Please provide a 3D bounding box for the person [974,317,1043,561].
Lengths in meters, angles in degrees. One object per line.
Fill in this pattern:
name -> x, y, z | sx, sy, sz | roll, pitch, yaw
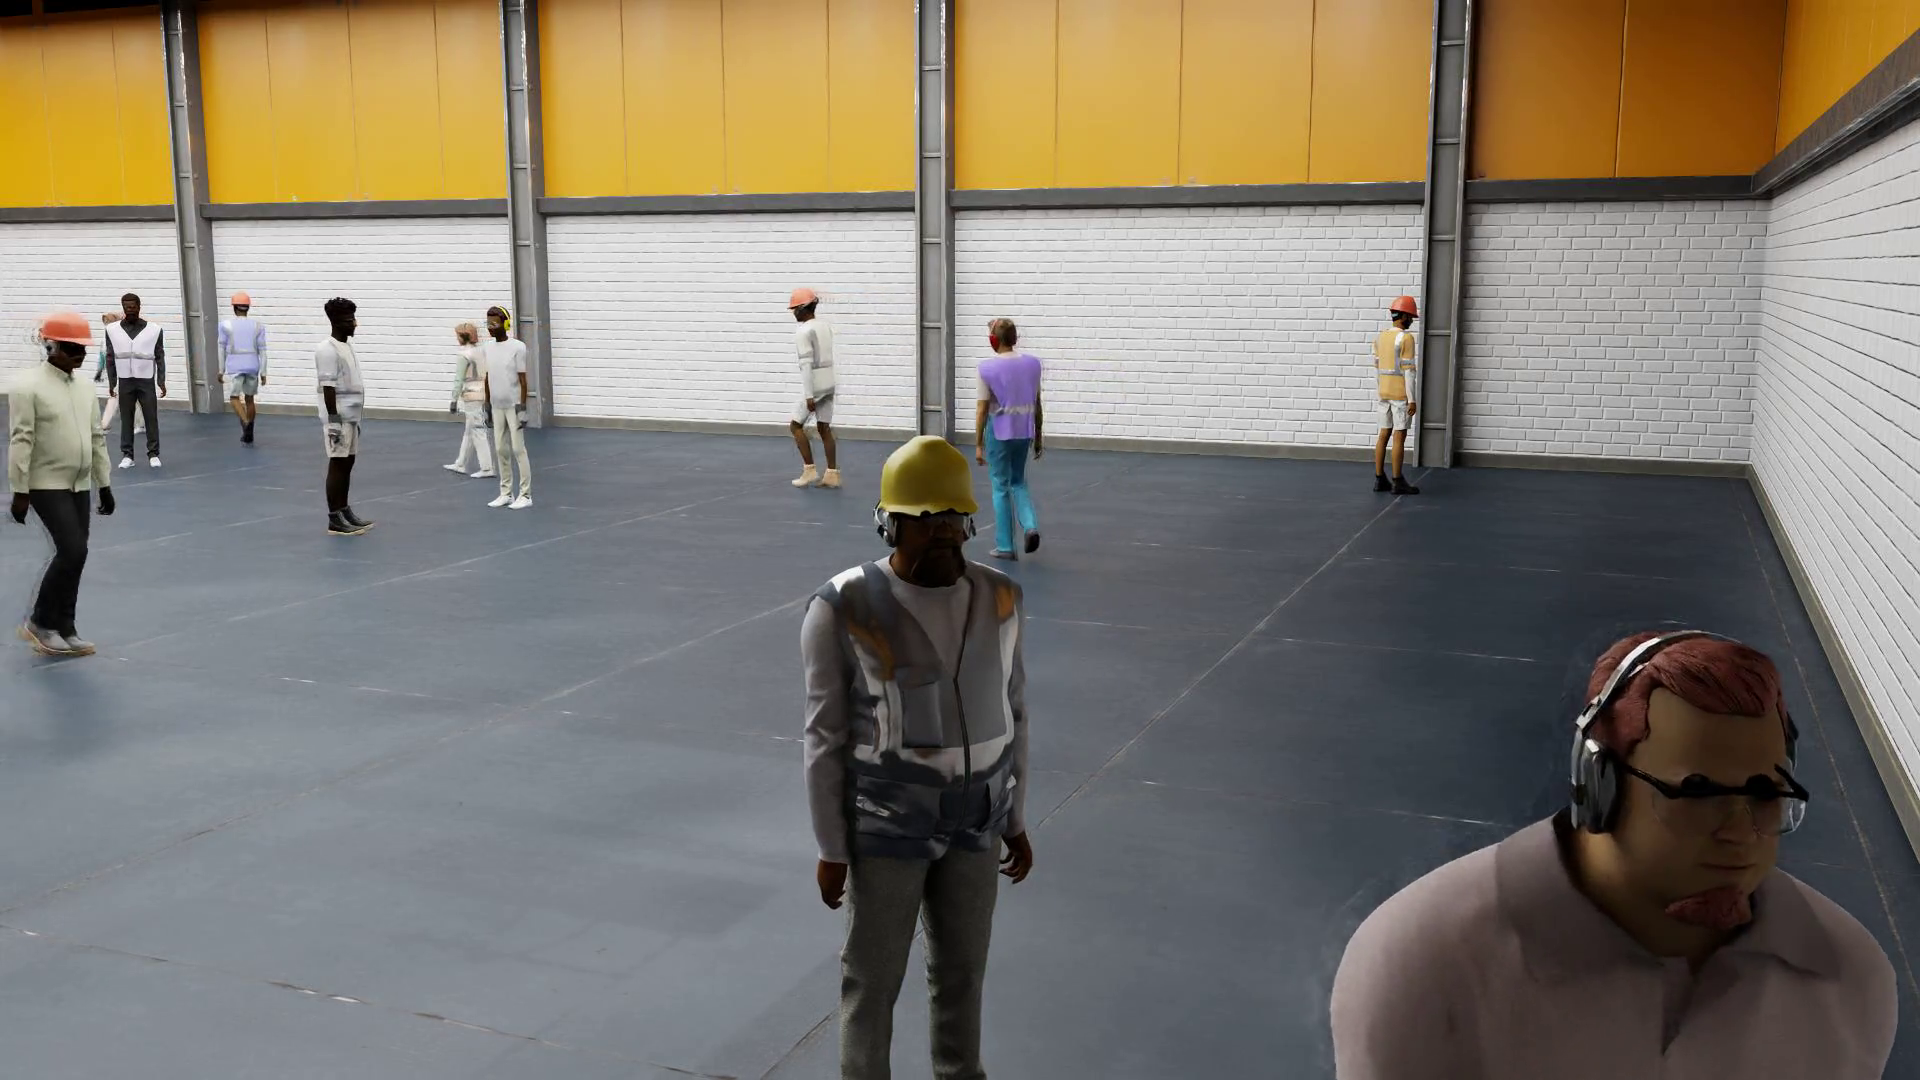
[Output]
person -> 0.353, -0.749, 12.497 | 0.579, 1.830, 0.438 | -6, 11, -31

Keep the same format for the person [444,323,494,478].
person -> -5.193, -1.450, 17.378 | 0.675, 1.612, 0.544 | 1, 9, 9

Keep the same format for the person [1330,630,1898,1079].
person -> 0.718, 0.997, 1.909 | 0.640, 1.858, 1.037 | 1, 9, 4

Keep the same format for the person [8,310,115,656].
person -> -5.055, -0.306, 9.402 | 0.463, 1.966, 0.629 | 2, 9, 9

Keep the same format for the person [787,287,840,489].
person -> -1.467, -1.497, 16.518 | 0.610, 2.011, 0.616 | 5, 11, 27

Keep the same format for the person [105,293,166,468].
person -> -9.078, -1.755, 18.347 | 0.587, 1.920, 0.393 | -3, 10, -19

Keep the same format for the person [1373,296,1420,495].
person -> 4.268, -1.406, 16.204 | 0.373, 1.928, 0.543 | -4, 10, -24

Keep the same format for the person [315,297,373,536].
person -> -5.113, -1.026, 13.782 | 0.362, 1.963, 0.613 | -1, 9, -4

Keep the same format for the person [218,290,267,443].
person -> -8.885, -2.132, 20.649 | 0.566, 1.920, 0.729 | -6, 11, -34

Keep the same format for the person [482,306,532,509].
person -> -4.156, -1.205, 15.223 | 0.499, 1.857, 0.326 | 4, 10, 25

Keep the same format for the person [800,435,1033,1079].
person -> -0.080, 0.665, 3.941 | 0.589, 1.833, 0.404 | -5, 11, -29

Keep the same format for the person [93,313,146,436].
person -> -11.011, -2.136, 21.623 | 0.518, 1.598, 0.882 | 7, 12, 38
